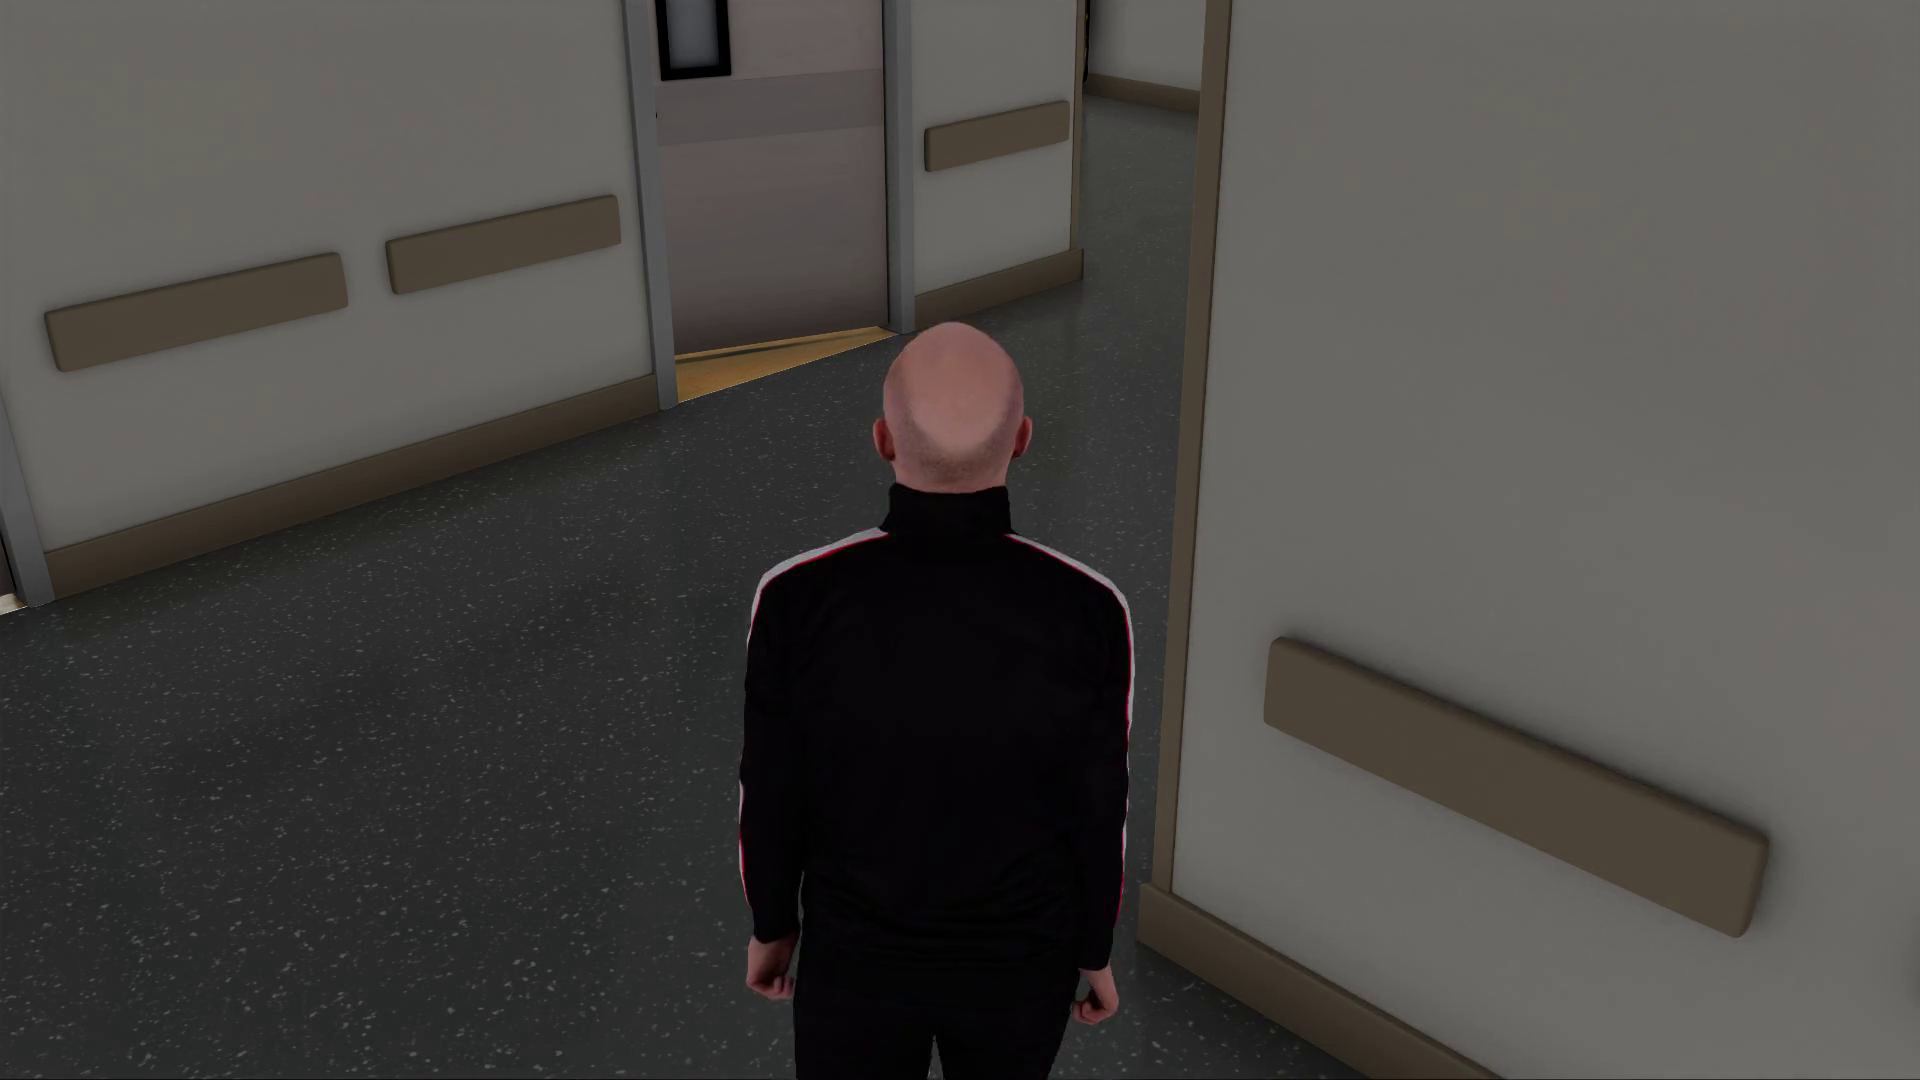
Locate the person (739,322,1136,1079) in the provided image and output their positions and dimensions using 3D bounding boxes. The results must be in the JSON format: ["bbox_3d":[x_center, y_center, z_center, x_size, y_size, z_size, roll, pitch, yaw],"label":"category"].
[{"bbox_3d":[-0.031,0.635,2.218,1.084,1.815,1.145,0,26,1],"label":"person"}]
